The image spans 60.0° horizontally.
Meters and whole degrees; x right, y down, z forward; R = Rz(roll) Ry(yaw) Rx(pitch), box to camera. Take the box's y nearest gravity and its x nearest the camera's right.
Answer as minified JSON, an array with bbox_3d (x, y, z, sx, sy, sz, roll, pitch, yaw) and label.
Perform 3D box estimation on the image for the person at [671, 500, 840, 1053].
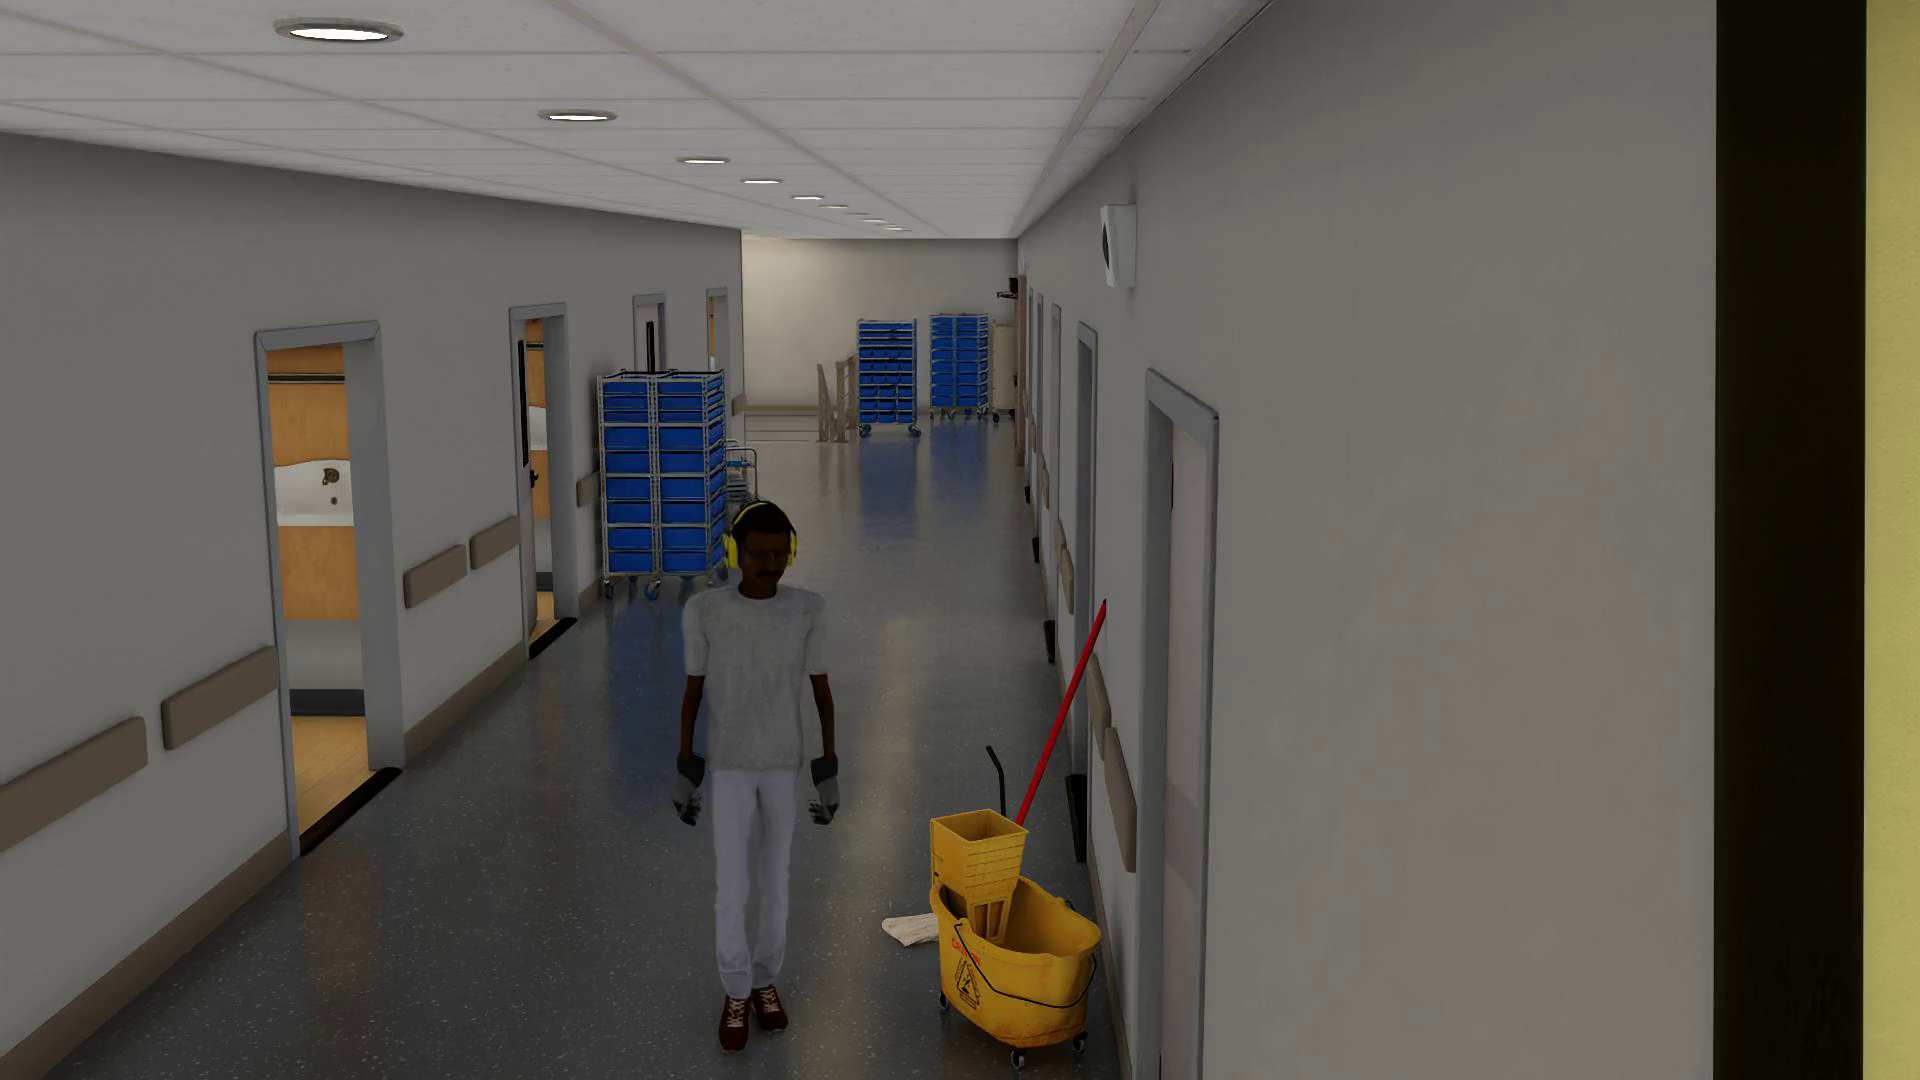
[{"bbox_3d":[-0.674,0.786,5.539,0.554,1.843,0.579,-3,10,-15],"label":"person"}]
